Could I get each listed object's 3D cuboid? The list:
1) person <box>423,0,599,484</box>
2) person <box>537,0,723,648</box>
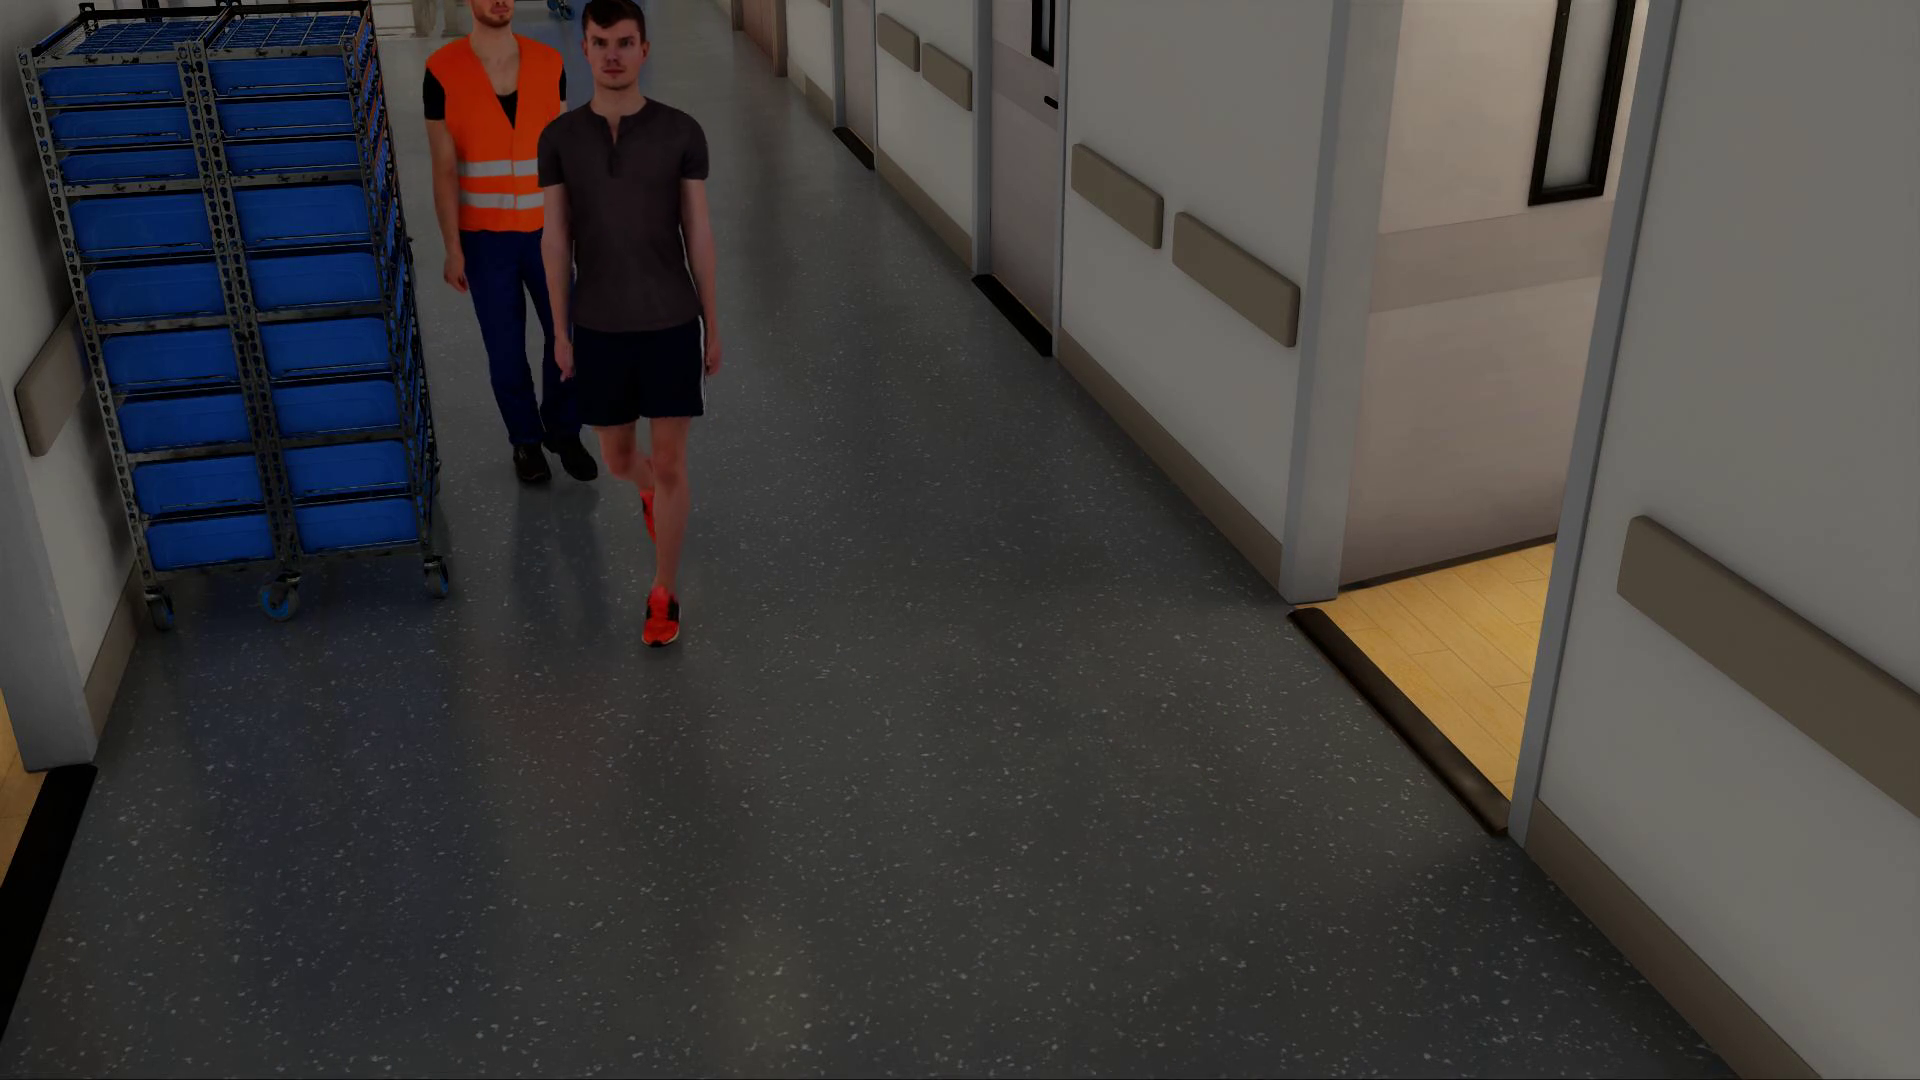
[{"bbox_3d":[-1.600,-1.106,5.814,0.730,1.868,0.732,-12,28,-23],"label":"person"},{"bbox_3d":[-0.940,-0.646,4.900,0.788,1.832,1.094,-1,26,-3],"label":"person"}]
